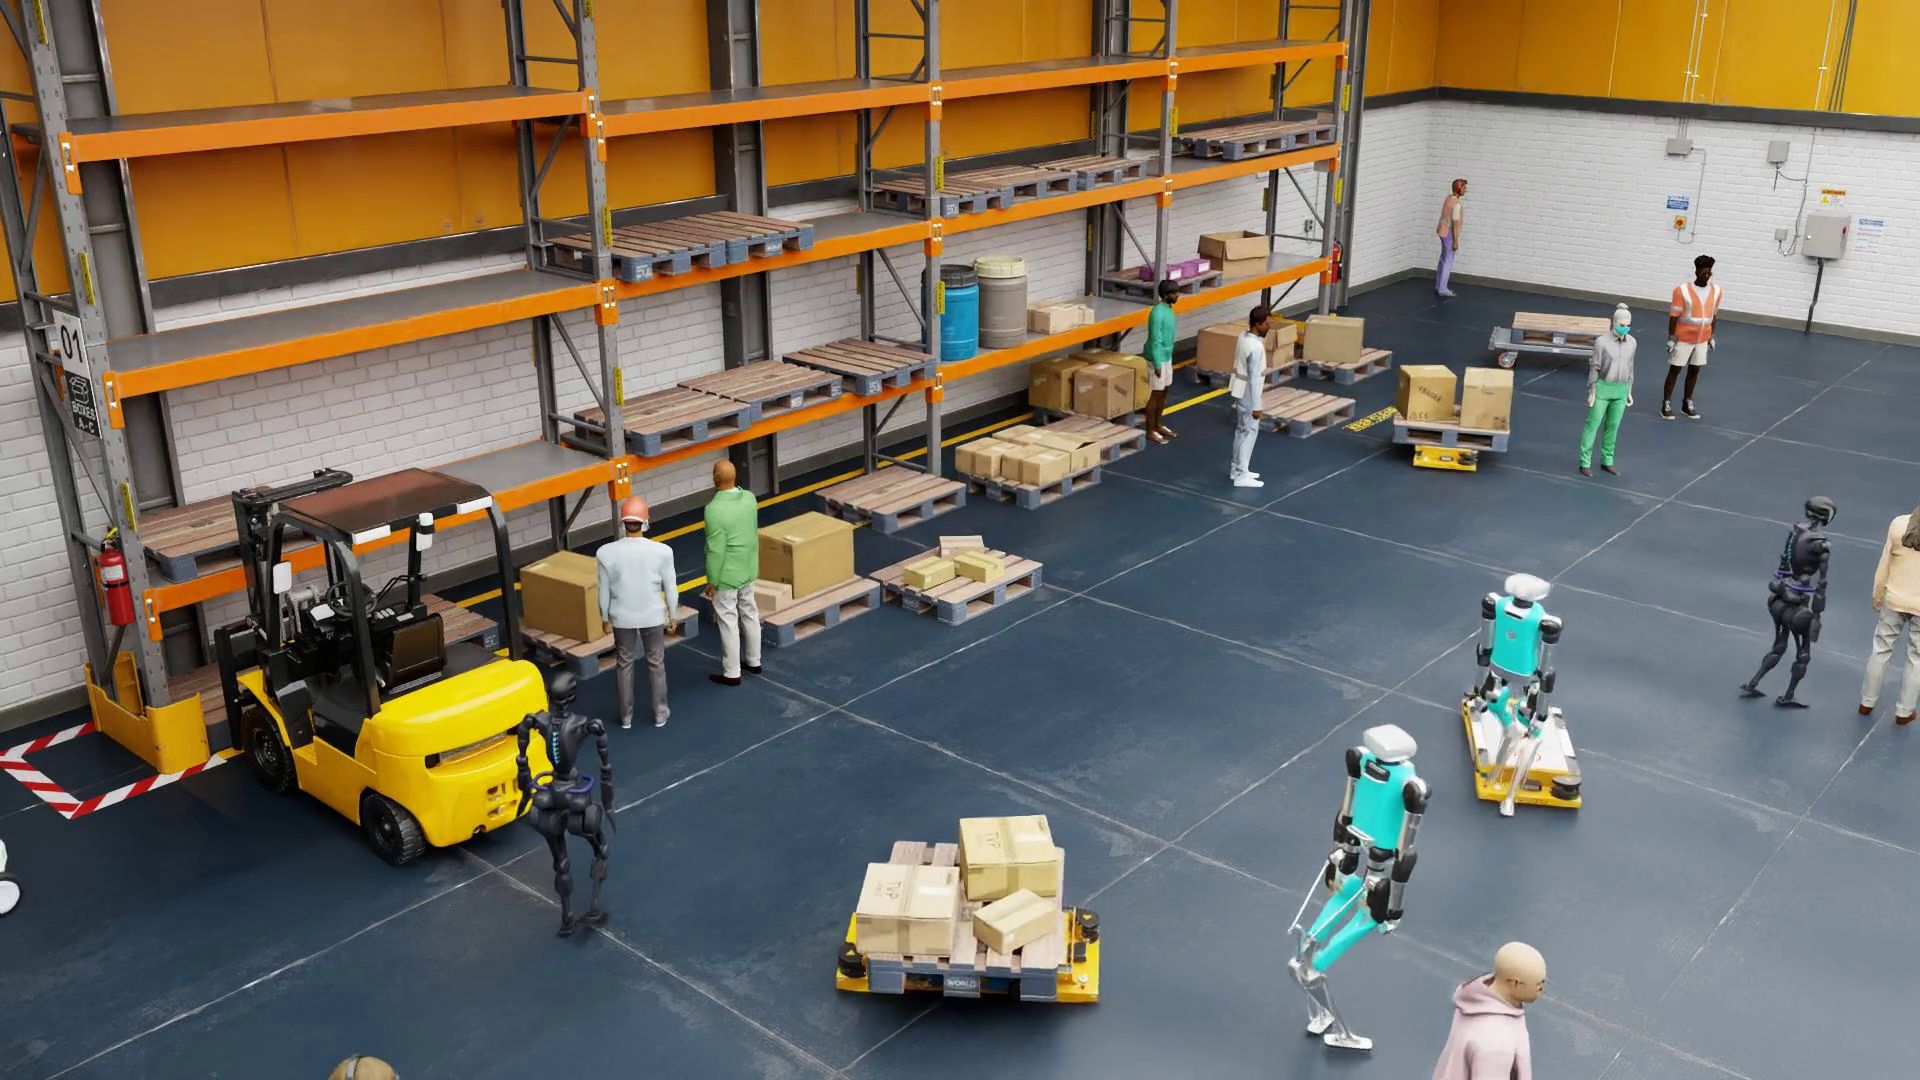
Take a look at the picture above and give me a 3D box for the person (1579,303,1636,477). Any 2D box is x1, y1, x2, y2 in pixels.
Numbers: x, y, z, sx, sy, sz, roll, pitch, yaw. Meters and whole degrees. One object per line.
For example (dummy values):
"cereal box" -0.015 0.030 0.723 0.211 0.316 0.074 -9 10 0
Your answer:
"person" 6.868 -1.585 17.562 0.512 1.853 0.341 -4 21 -10

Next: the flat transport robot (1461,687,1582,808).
"flat transport robot" 3.912 1.441 11.647 0.659 0.231 1.431 4 21 11

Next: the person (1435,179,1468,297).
"person" 7.710 -4.762 26.200 0.388 1.837 0.557 0 20 0

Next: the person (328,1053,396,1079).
"person" -2.043 2.662 5.930 0.364 1.938 0.635 1 20 4

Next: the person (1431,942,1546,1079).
"person" 2.168 2.426 6.864 0.654 1.771 0.566 5 21 13

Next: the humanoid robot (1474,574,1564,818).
"humanoid robot" 3.663 1.003 10.759 0.789 1.790 0.580 -18 27 -40

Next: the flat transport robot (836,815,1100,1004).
"flat transport robot" 0.063 2.295 9.332 1.431 0.231 0.659 2 20 5

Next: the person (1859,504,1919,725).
"person" 6.904 0.451 12.034 0.562 1.868 0.412 14 25 34

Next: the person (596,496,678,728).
"person" -2.317 0.525 12.006 0.571 1.738 0.347 -3 21 -9

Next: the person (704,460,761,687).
"person" -1.743 0.246 12.699 0.384 1.781 0.552 13 24 32

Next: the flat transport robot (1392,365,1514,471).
"flat transport robot" 5.424 -1.066 18.441 0.659 0.231 1.431 7 21 17

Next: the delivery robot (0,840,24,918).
"delivery robot" -5.943 2.004 9.736 0.516 0.614 0.785 15 25 36

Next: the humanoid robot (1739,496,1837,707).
"humanoid robot" 6.166 0.460 12.315 0.488 1.670 0.608 -1 20 -2

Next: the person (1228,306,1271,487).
"person" 2.985 -1.485 17.214 0.398 1.907 0.600 -1 20 -4

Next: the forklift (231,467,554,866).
"forklift" -3.730 0.710 10.856 2.313 2.155 1.214 17 26 38

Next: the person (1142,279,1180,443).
"person" 2.251 -2.031 18.786 0.399 1.841 0.507 10 22 25

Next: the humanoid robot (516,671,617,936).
"humanoid robot" -2.263 1.492 9.484 0.611 1.650 0.354 2 20 5

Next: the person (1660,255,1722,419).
"person" 8.613 -2.385 19.566 0.612 1.963 0.362 -3 20 -7

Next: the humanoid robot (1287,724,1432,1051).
"humanoid robot" 1.934 1.820 8.470 0.754 1.755 0.530 -11 23 -27
